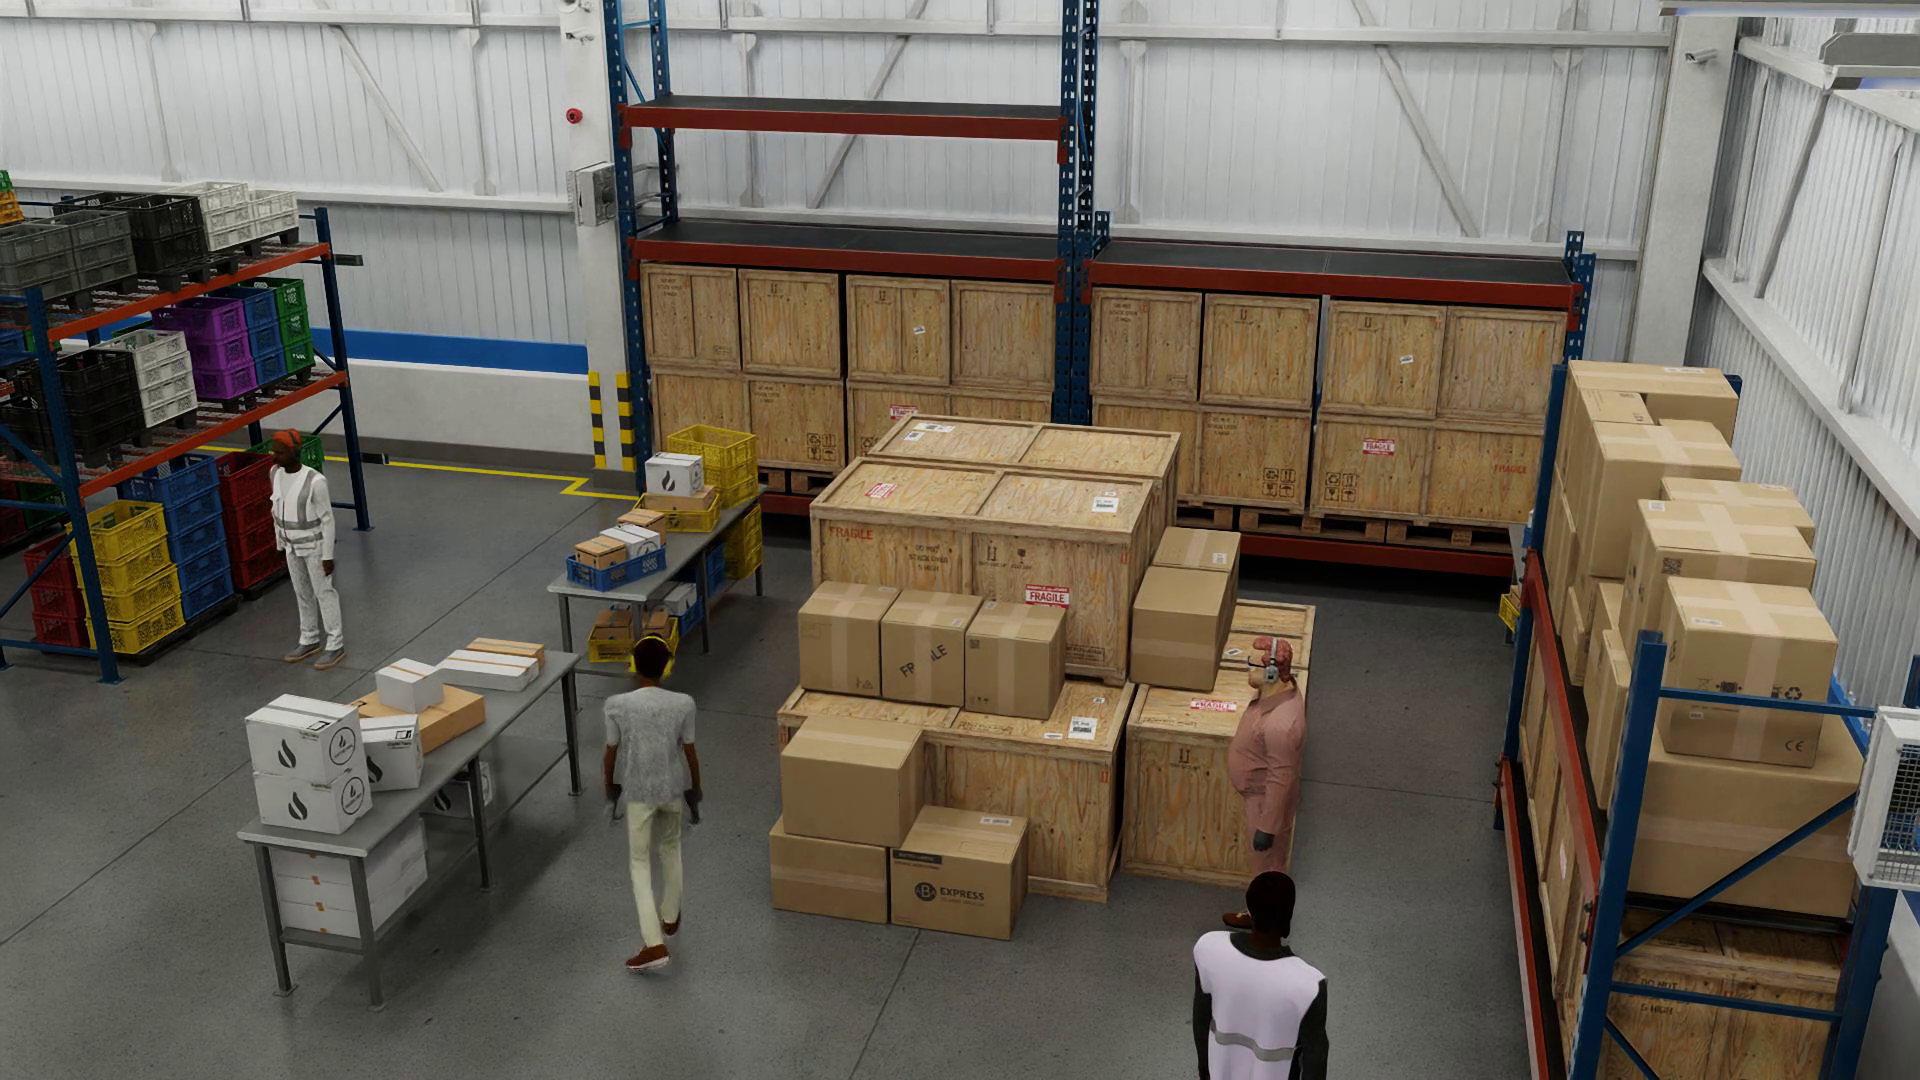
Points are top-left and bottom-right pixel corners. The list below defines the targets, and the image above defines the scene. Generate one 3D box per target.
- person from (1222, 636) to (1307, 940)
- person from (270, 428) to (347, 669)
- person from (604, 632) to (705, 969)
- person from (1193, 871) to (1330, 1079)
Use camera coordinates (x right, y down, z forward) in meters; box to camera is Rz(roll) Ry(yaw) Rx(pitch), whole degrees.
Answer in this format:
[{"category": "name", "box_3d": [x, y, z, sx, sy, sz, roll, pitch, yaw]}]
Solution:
[{"category": "person", "box_3d": [1.645, 1.408, 9.049, 0.399, 1.910, 0.643, 3, 21, 8]}, {"category": "person", "box_3d": [-4.969, 0.061, 12.606, 0.573, 1.883, 0.357, 11, 24, 27]}, {"category": "person", "box_3d": [-1.663, 1.443, 9.075, 0.540, 1.834, 0.668, -6, 22, -16]}, {"category": "person", "box_3d": [1.225, 2.227, 6.890, 0.593, 1.920, 0.391, 14, 25, 32]}]
